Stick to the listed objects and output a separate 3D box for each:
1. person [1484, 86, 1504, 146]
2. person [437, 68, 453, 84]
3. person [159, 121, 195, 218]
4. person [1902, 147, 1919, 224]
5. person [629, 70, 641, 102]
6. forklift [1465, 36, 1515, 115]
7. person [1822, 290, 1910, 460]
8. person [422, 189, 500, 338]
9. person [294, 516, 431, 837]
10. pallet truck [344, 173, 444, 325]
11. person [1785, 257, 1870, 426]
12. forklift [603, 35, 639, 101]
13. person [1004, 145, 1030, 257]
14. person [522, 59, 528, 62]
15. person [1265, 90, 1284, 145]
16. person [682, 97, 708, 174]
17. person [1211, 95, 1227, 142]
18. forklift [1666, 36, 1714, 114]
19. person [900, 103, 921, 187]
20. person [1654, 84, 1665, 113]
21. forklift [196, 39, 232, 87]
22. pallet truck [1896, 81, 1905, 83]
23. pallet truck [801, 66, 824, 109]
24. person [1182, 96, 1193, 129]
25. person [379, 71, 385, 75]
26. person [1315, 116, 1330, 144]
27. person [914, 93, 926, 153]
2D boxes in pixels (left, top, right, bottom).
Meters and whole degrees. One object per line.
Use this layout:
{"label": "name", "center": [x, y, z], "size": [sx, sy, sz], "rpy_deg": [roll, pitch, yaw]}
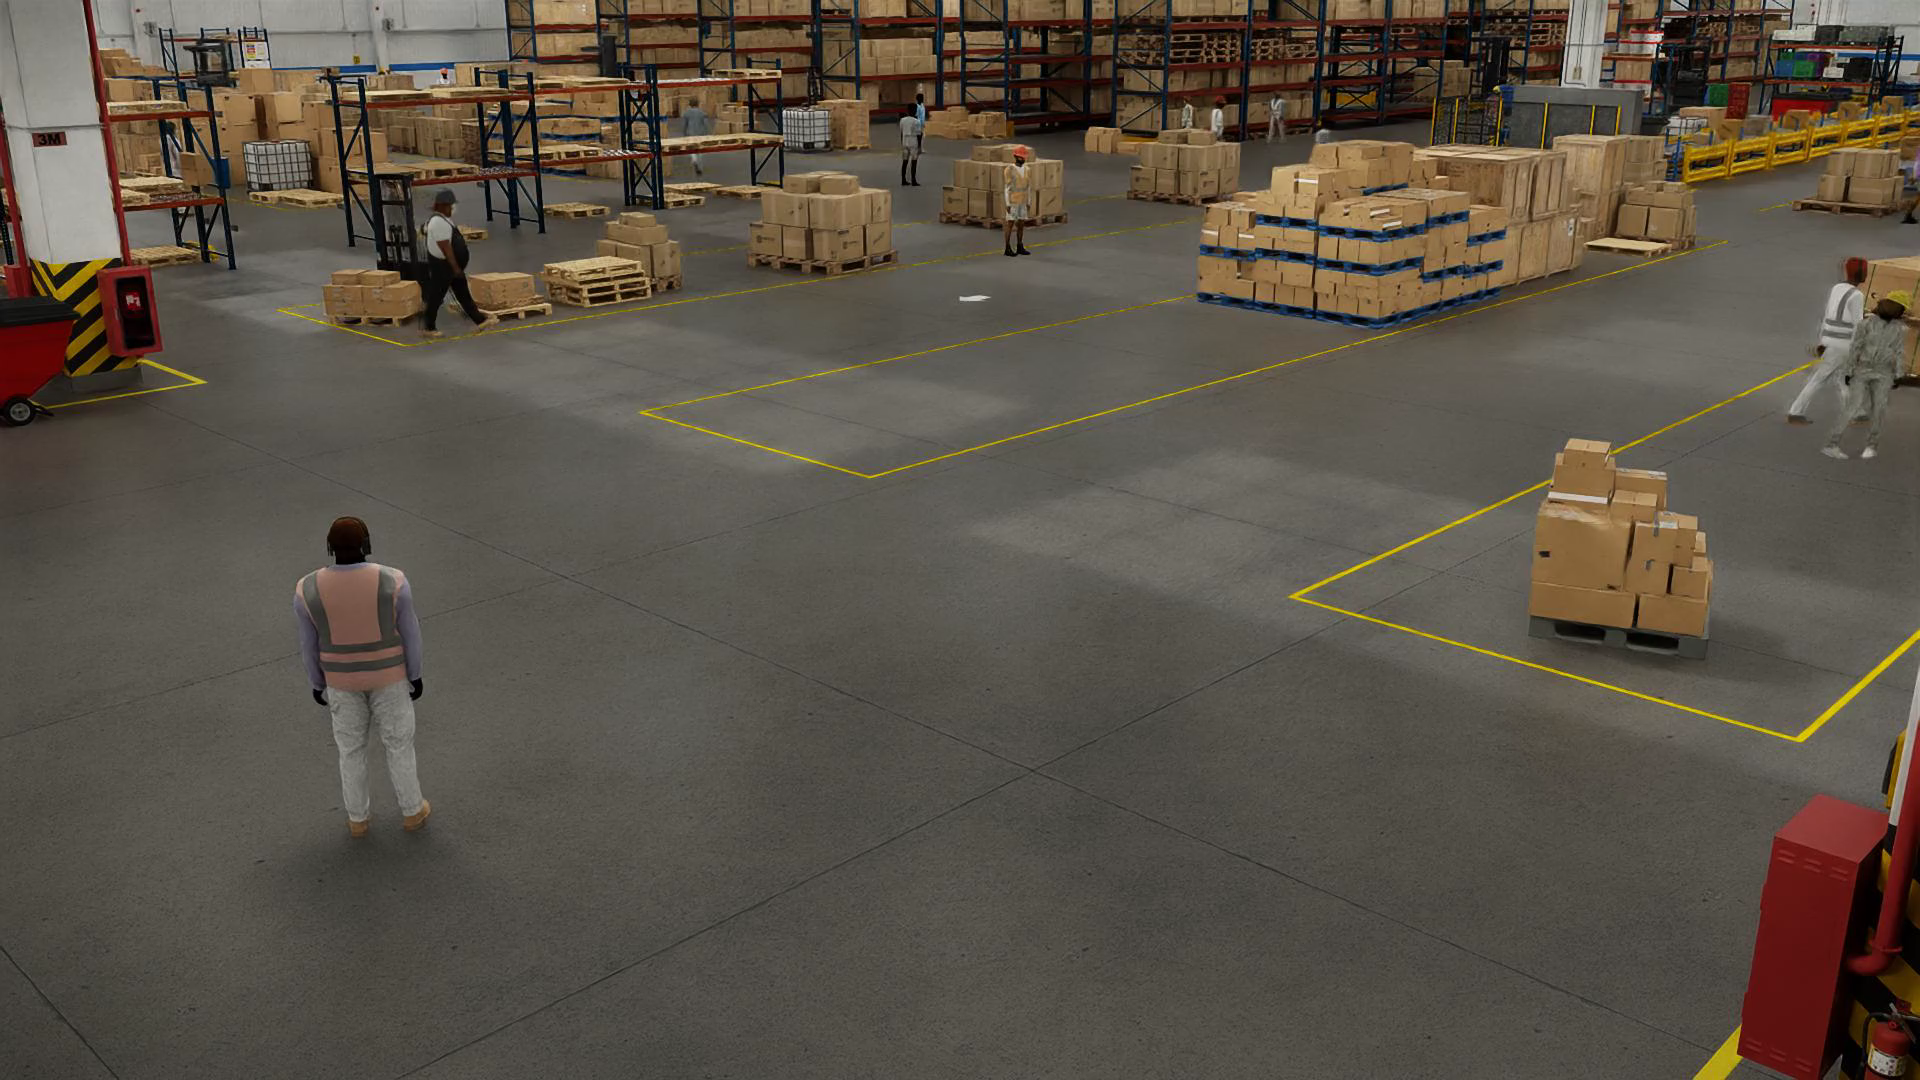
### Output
{"label": "person", "center": [15.863, -12.583, 49.434], "size": [0.533, 1.767, 0.326], "rpy_deg": [8, 20, 22]}
{"label": "person", "center": [-17.613, -15.195, 57.028], "size": [0.545, 1.942, 0.354], "rpy_deg": [-8, 20, -22]}
{"label": "person", "center": [-16.144, -7.615, 34.196], "size": [0.635, 1.937, 0.353], "rpy_deg": [12, 22, 32]}
{"label": "person", "center": [19.420, -7.286, 33.274], "size": [0.980, 1.879, 0.589], "rpy_deg": [-2, 19, -7]}
{"label": "person", "center": [-11.045, -14.856, 56.061], "size": [0.593, 1.910, 0.383], "rpy_deg": [-13, 23, -35]}
{"label": "forklift", "center": [19.973, -17.201, 61.605], "size": [1.873, 2.768, 1.129], "rpy_deg": [16, 24, 40]}
{"label": "person", "center": [9.070, -1.645, 16.605], "size": [0.619, 1.685, 0.350], "rpy_deg": [1, 18, 4]}
{"label": "person", "center": [-6.834, -3.743, 22.370], "size": [1.030, 2.000, 0.702], "rpy_deg": [-2, 18, -6]}
{"label": "person", "center": [-3.263, 0.753, 9.148], "size": [0.622, 1.839, 0.429], "rpy_deg": [-4, 19, -11]}
{"label": "pallet truck", "center": [-8.209, -4.181, 23.757], "size": [0.823, 1.965, 1.885], "rpy_deg": [3, 19, 9]}
{"label": "person", "center": [9.414, -2.093, 17.749], "size": [1.009, 1.832, 0.586], "rpy_deg": [2, 18, 7]}
{"label": "forklift", "center": [-13.150, -17.640, 62.928], "size": [1.873, 2.768, 1.129], "rpy_deg": [0, 18, -1]}
{"label": "person", "center": [1.031, -5.949, 29.202], "size": [0.542, 1.928, 0.400], "rpy_deg": [-14, 23, -36]}
{"label": "person", "center": [-16.262, -17.038, 62.498], "size": [0.383, 1.993, 0.622], "rpy_deg": [7, 20, 21]}
{"label": "person", "center": [9.601, -12.795, 50.335], "size": [0.528, 1.599, 0.845], "rpy_deg": [16, 24, 39]}
{"label": "person", "center": [-6.674, -10.195, 41.995], "size": [0.639, 1.924, 0.547], "rpy_deg": [-5, 19, -13]}
{"label": "person", "center": [6.611, -10.543, 43.071], "size": [0.926, 1.909, 0.542], "rpy_deg": [-5, 19, -14]}
{"label": "forklift", "center": [27.341, -17.291, 61.877], "size": [1.129, 2.768, 1.873], "rpy_deg": [17, 25, 41]}
{"label": "person", "center": [-1.160, -9.371, 39.472], "size": [0.606, 1.955, 0.382], "rpy_deg": [14, 23, 35]}
{"label": "person", "center": [22.472, -13.799, 53.325], "size": [0.572, 1.615, 0.514], "rpy_deg": [1, 18, 4]}
{"label": "forklift", "center": [-26.222, -16.221, 58.652], "size": [1.129, 2.768, 1.873], "rpy_deg": [1, 18, 3]}
{"label": "pallet truck", "center": [34.802, -16.331, 61.455], "size": [0.653, 1.274, 1.630], "rpy_deg": [17, 25, 41]}
{"label": "pallet truck", "center": [-4.812, -15.182, 56.903], "size": [0.823, 1.965, 1.885], "rpy_deg": [-9, 21, -26]}
{"label": "person", "center": [6.428, -11.736, 47.080], "size": [0.306, 1.640, 0.522], "rpy_deg": [7, 20, 20]}
{"label": "person", "center": [-19.617, -15.032, 56.697], "size": [0.429, 1.844, 0.625], "rpy_deg": [7, 20, 20]}
{"label": "person", "center": [7.919, -8.477, 36.959], "size": [0.515, 1.840, 0.830], "rpy_deg": [-16, 24, -39]}
{"label": "person", "center": [-1.160, -11.846, 47.336], "size": [0.322, 1.689, 0.530], "rpy_deg": [8, 20, 22]}
